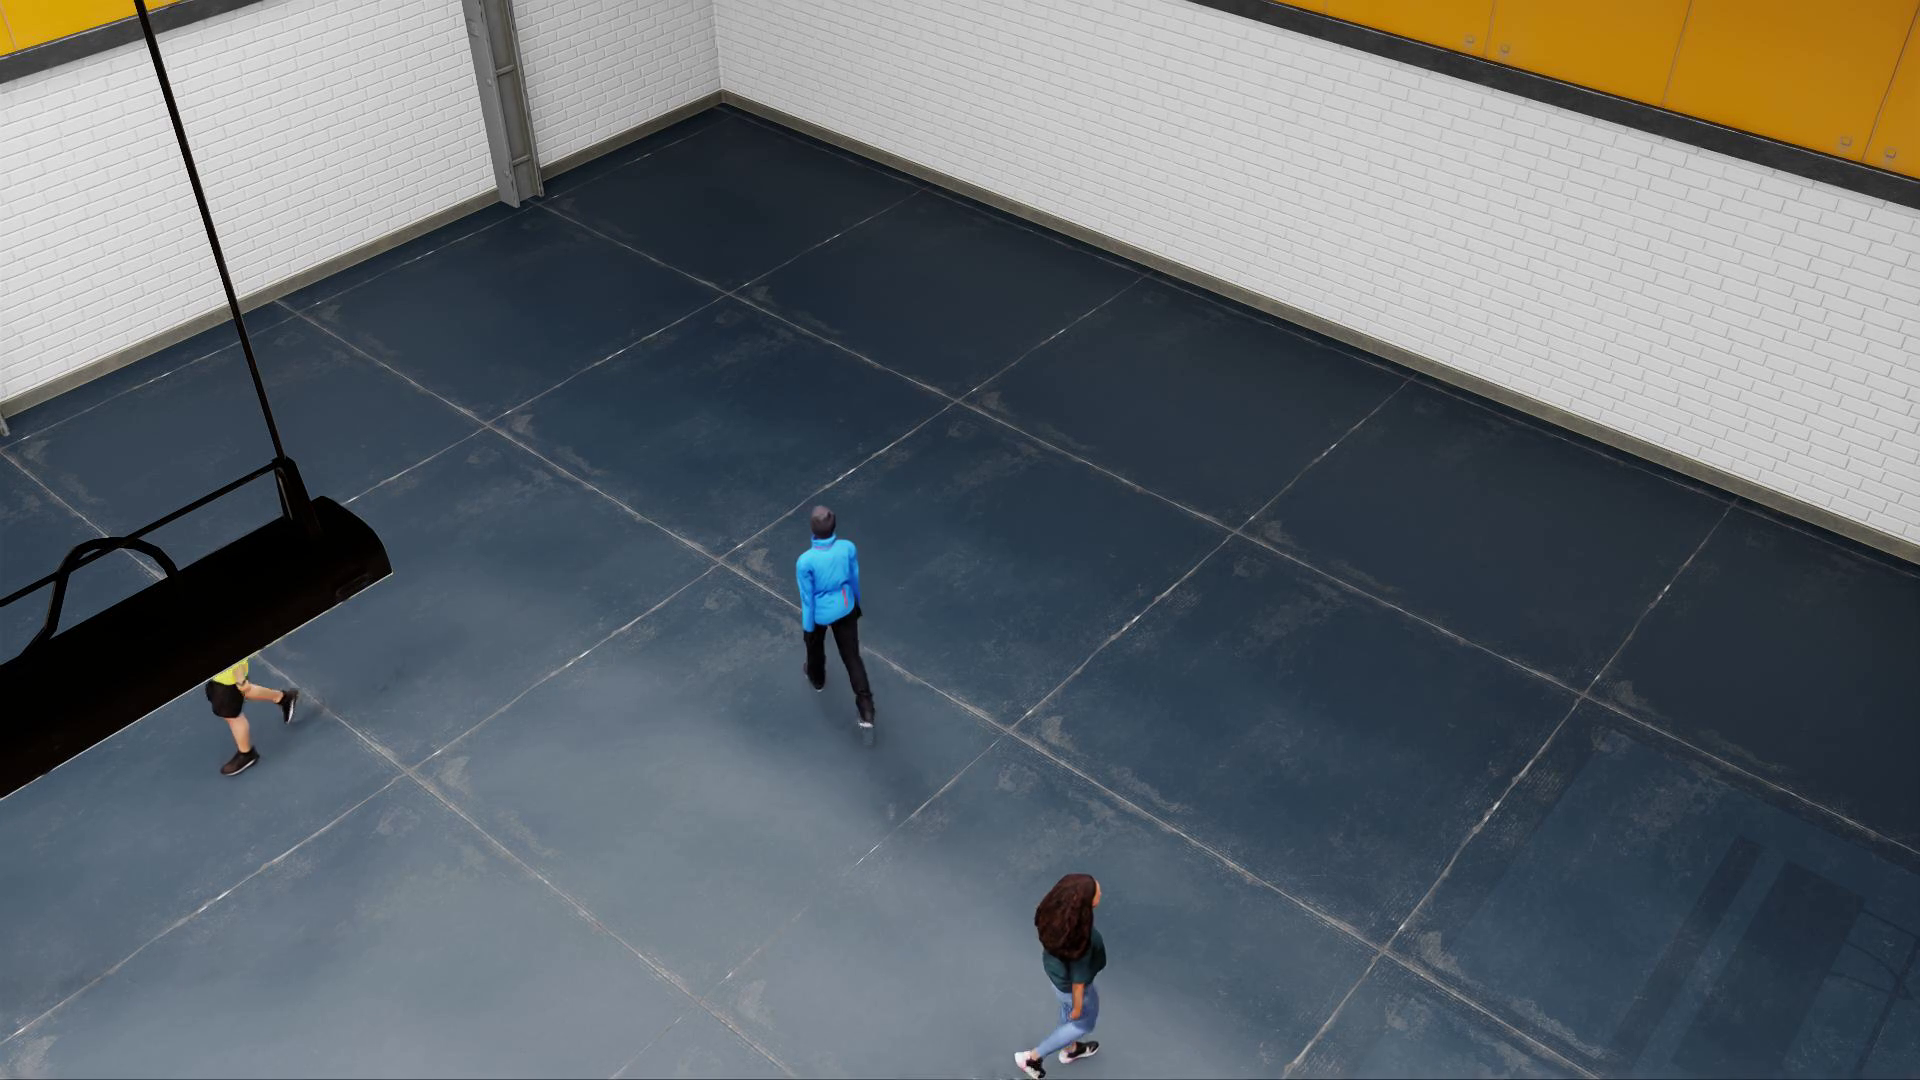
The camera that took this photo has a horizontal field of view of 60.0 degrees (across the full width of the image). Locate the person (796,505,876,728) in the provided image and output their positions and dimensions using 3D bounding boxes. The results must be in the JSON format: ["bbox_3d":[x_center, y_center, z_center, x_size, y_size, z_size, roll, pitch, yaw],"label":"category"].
[{"bbox_3d":[-0.852,0.564,11.484,1.199,1.762,0.998,-17,42,-20],"label":"person"}]

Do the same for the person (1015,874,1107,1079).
[{"bbox_3d":[0.550,2.452,9.244,0.901,1.605,0.788,-15,41,-17],"label":"person"}]
